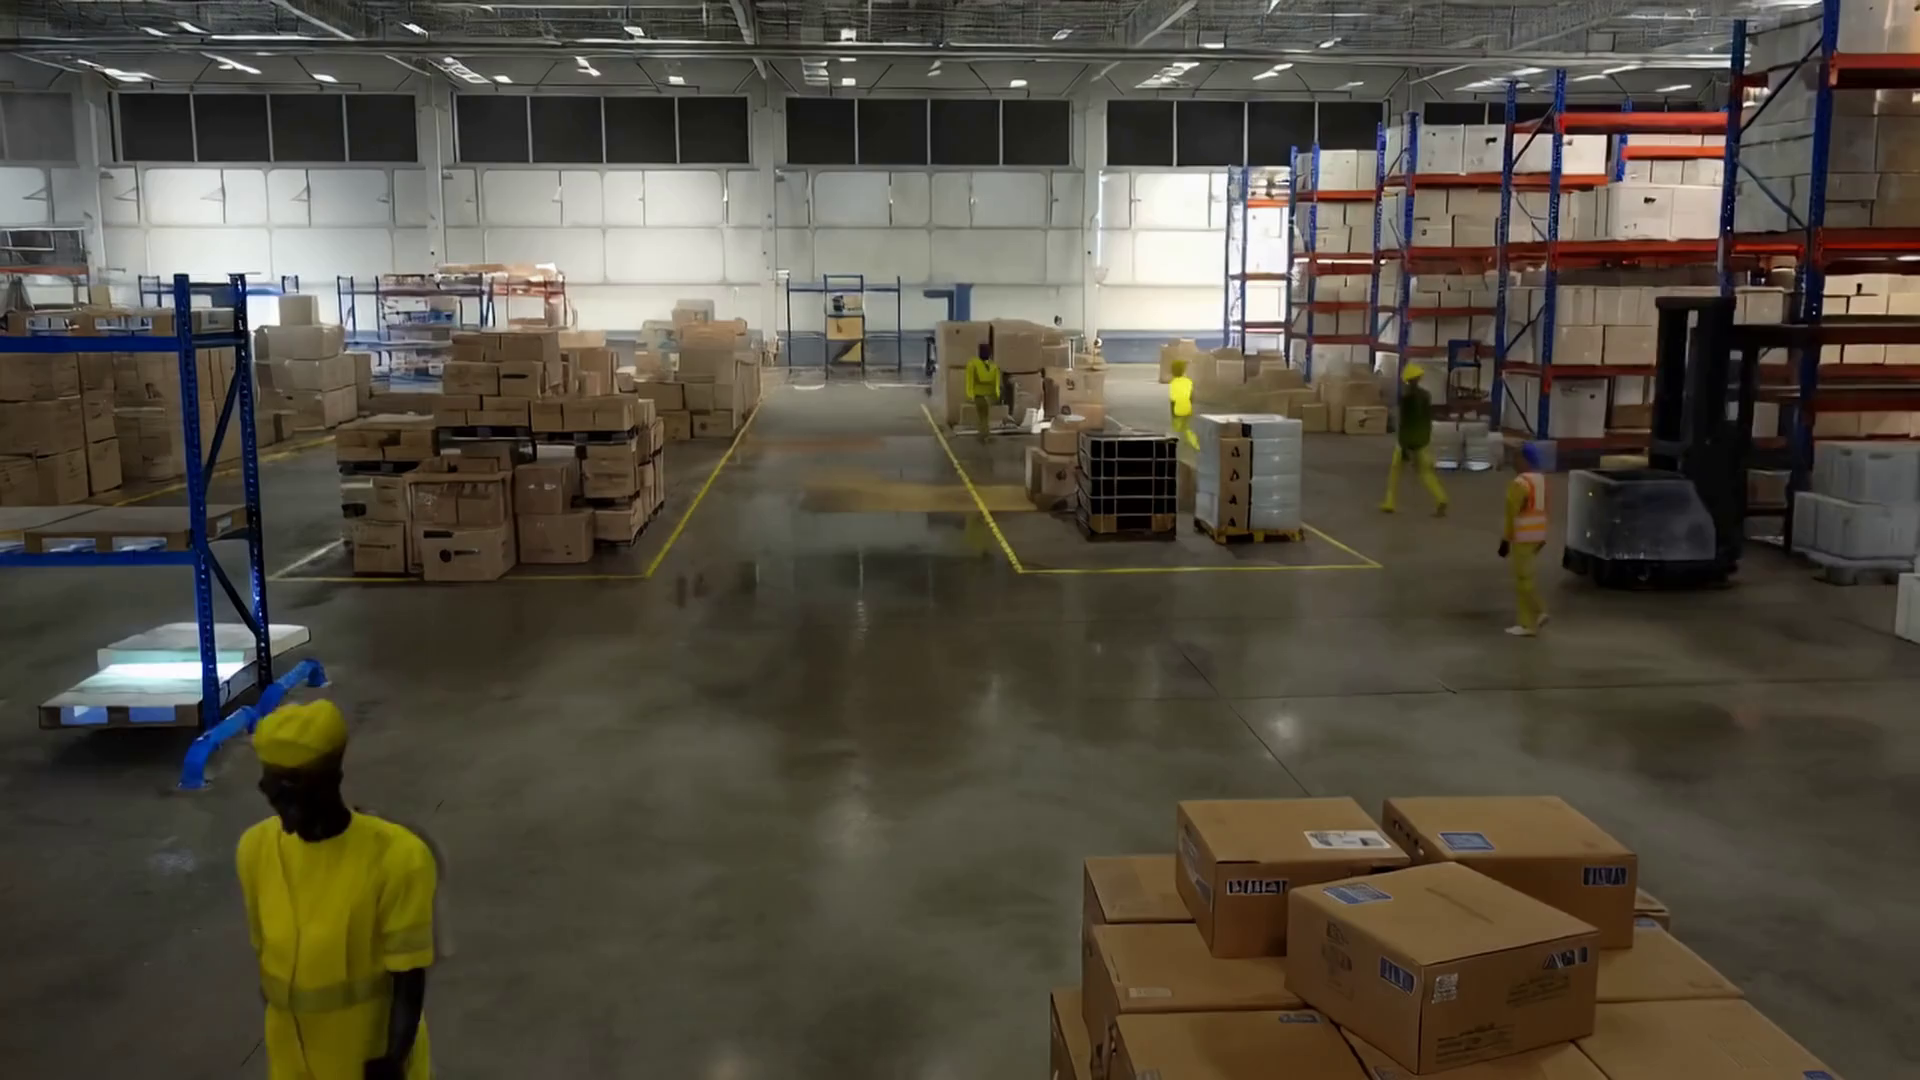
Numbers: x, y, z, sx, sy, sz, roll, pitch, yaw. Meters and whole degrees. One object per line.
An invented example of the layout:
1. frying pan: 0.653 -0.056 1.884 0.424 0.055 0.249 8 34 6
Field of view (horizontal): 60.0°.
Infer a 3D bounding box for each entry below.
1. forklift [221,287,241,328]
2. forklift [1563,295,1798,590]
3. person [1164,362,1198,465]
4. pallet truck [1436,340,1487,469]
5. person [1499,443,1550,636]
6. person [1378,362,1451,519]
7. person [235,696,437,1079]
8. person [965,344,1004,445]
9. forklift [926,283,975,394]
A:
1. forklift: -16.639 -4.472 38.110 1.873 2.768 1.129 -5 11 -30
2. forklift: 7.050 -0.983 16.203 1.873 2.768 1.129 -1 9 -4
3. person: 3.543 -2.021 26.559 0.524 1.657 0.898 -6 11 -34
4. pallet truck: 8.004 -2.170 26.422 0.823 1.965 1.885 2 9 14
5. person: 4.732 0.001 13.954 0.359 1.625 0.532 7 12 39
6. person: 5.710 -1.240 20.734 0.614 1.958 0.971 -6 11 -32
7. person: -1.685 1.369 4.409 0.614 1.926 0.872 2 9 13
8. person: 0.465 -2.596 29.731 0.621 1.782 0.986 -6 11 -32
9. forklift: 0.099 -5.113 42.135 1.873 2.768 1.129 -1 9 -4
